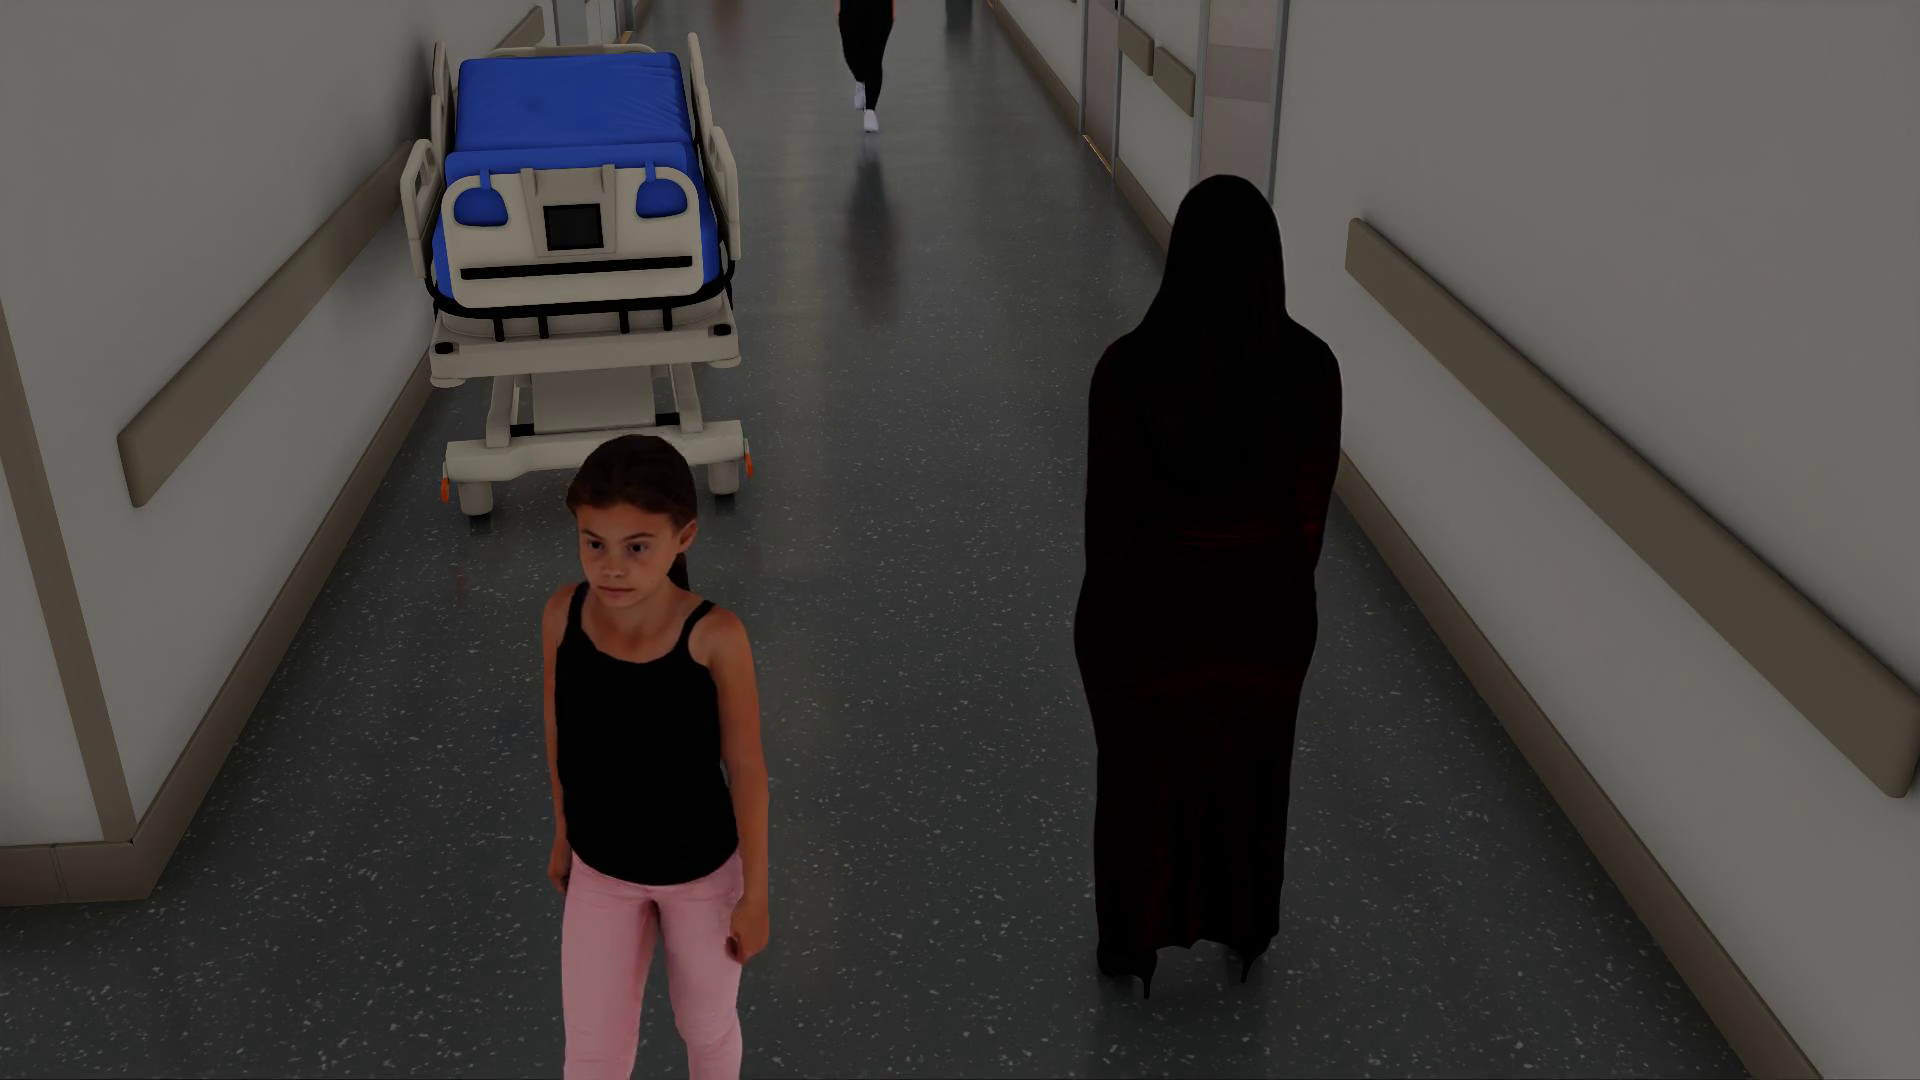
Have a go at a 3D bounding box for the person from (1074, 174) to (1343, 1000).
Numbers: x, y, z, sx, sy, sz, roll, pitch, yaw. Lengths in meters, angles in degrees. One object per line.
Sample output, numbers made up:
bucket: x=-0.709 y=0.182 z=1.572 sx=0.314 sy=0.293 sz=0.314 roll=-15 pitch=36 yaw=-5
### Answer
person: x=0.482 y=0.151 z=3.326 sx=0.582 sy=1.756 sz=0.746 roll=-5 pitch=26 yaw=-10

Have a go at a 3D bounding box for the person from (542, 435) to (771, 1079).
person: x=-0.490 y=0.518 z=2.806 sx=0.734 sy=1.547 sz=0.705 roll=3 pitch=26 yaw=7

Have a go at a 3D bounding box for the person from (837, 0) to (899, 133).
person: x=-0.628 y=-3.635 z=11.324 sx=0.765 sy=1.629 sz=0.692 roll=0 pitch=26 yaw=-1
